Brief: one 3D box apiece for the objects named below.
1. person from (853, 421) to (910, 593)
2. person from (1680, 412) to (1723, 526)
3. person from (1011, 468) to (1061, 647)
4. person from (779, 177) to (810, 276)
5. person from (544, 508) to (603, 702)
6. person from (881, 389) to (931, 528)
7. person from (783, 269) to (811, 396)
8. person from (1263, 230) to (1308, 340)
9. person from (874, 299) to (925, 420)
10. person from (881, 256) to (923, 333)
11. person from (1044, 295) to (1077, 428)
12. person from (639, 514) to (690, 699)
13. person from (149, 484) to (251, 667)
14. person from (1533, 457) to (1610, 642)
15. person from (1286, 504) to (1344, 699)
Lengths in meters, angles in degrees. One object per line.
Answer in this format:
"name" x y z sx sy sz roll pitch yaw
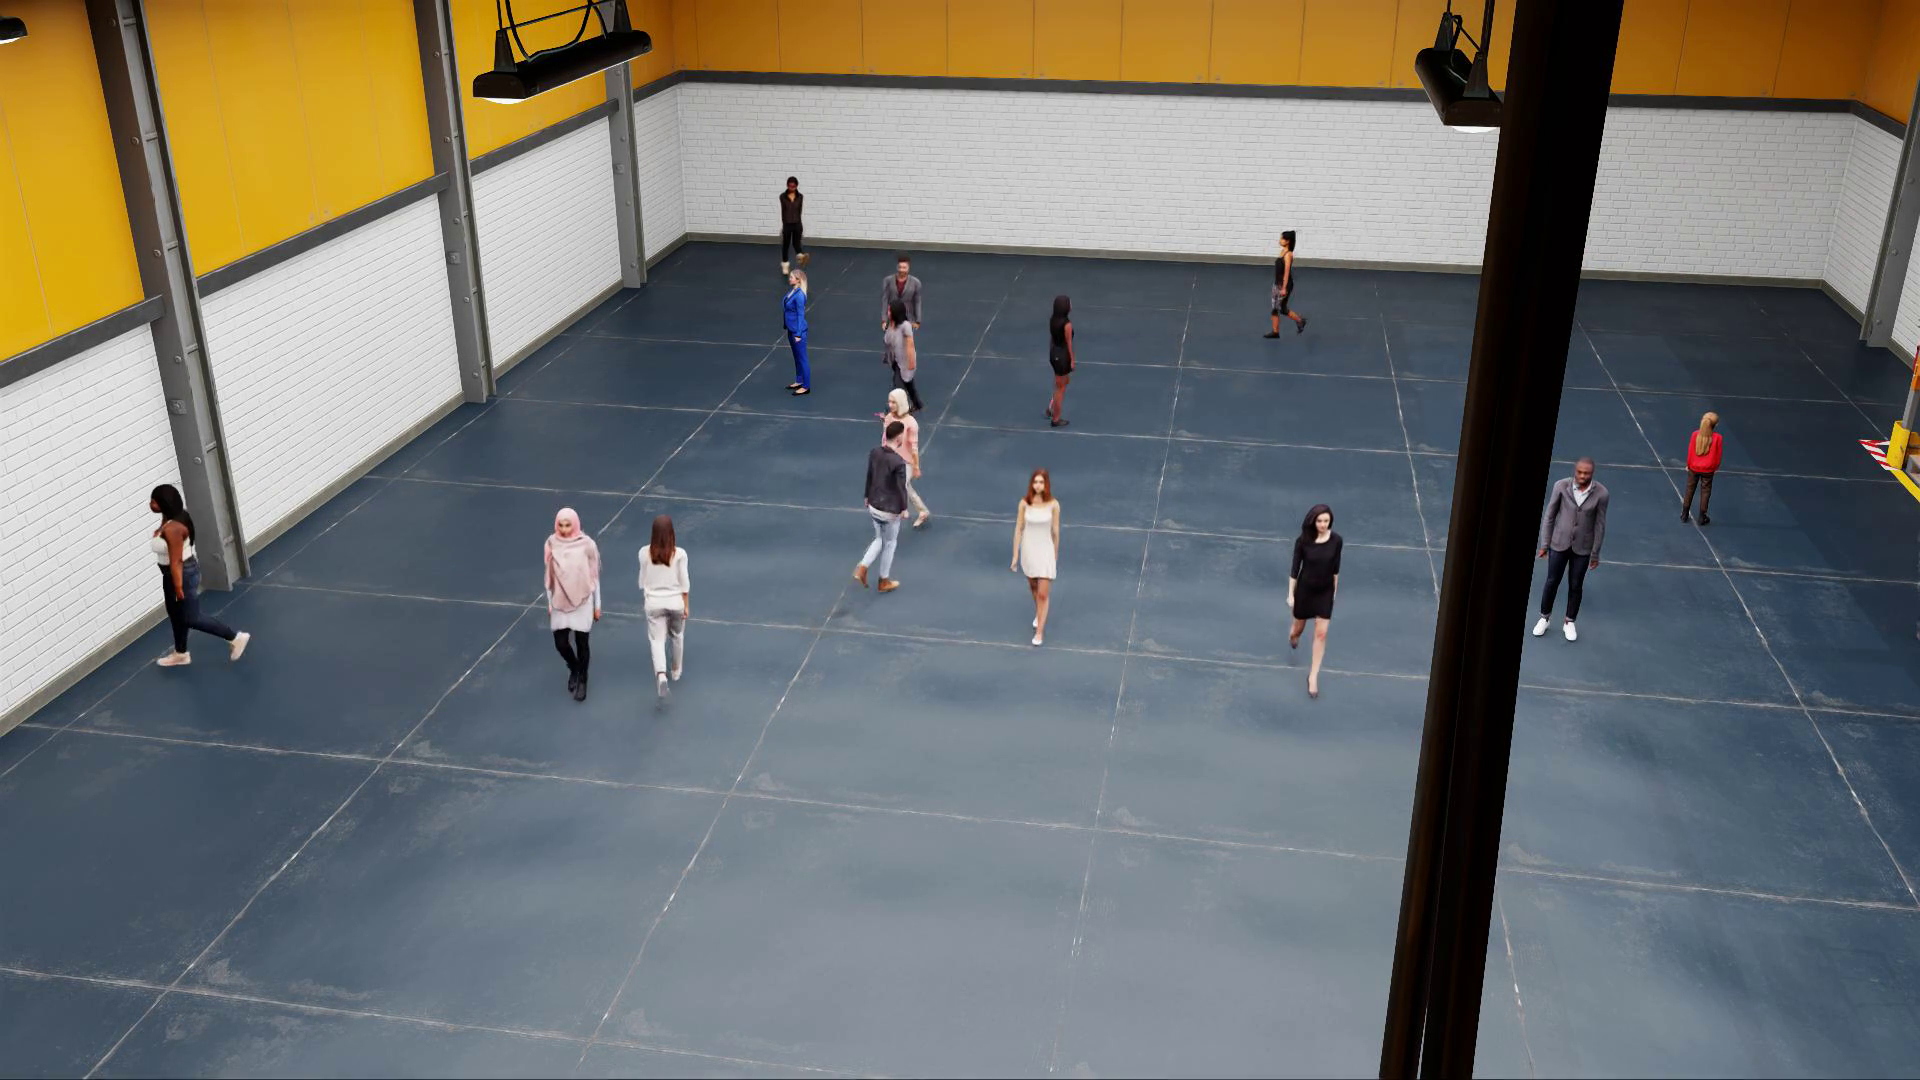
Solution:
"person" -0.797 -0.280 16.506 0.901 1.814 0.961 20 31 39
"person" 8.194 -0.800 18.362 0.568 1.280 0.598 15 28 30
"person" 0.746 0.095 15.820 0.632 1.676 1.051 7 25 15
"person" -2.852 -5.311 28.215 0.782 1.653 0.917 -3 24 -6
"person" -3.399 0.533 14.665 0.716 1.798 0.717 -1 24 -3
"person" -0.577 -0.821 17.909 1.003 1.681 1.234 19 30 37
"person" -2.184 -2.825 22.468 0.767 1.701 0.665 -9 25 -20
"person" 4.867 -3.773 24.702 0.814 1.648 0.883 -3 24 -7
"person" -0.680 -2.342 21.531 1.062 1.565 1.061 -12 26 -26
"person" -0.799 -2.970 22.638 0.686 1.831 1.187 5 24 12
"person" 1.198 -2.253 21.125 0.793 1.728 0.717 -11 26 -24
"person" -2.615 0.590 14.693 0.792 1.672 1.060 -2 24 -5
"person" -6.984 0.344 15.110 1.034 1.788 1.113 -8 25 -17
"person" 5.779 0.059 15.730 0.762 1.813 0.675 9 25 20
"person" 3.132 0.482 14.805 0.721 1.779 1.060 0 24 0
